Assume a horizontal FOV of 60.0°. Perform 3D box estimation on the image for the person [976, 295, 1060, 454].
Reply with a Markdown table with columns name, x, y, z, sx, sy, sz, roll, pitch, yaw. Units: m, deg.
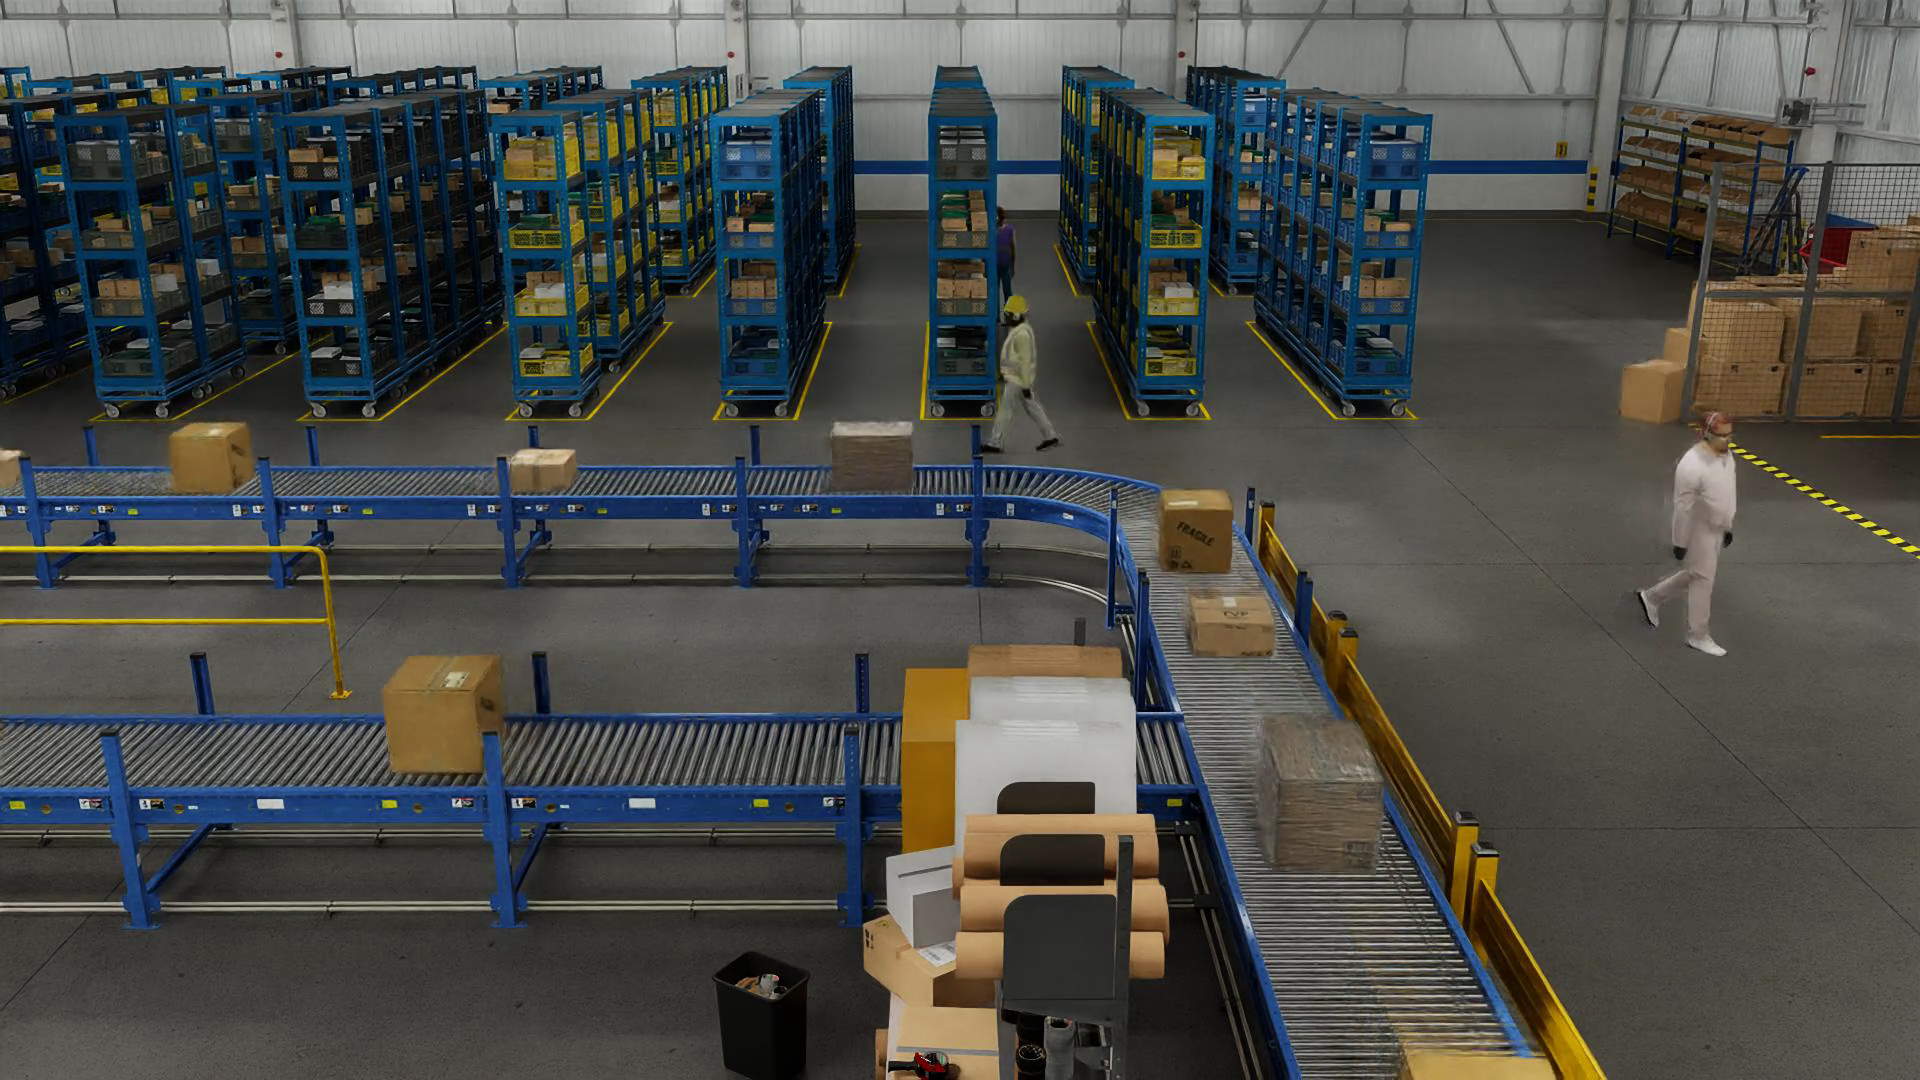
| name | x | y | z | sx | sy | sz | roll | pitch | yaw |
| --- | --- | --- | --- | --- | --- | --- | --- | --- | --- |
| person | 0.679 | -1.816 | 18.352 | 0.940 | 1.793 | 0.602 | 1 | 18 | 3 |

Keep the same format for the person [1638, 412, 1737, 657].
| name | x | y | z | sx | sy | sz | roll | pitch | yaw |
| --- | --- | --- | --- | --- | --- | --- | --- | --- | --- |
| person | 5.691 | -0.090 | 12.870 | 0.648 | 1.884 | 0.750 | -16 | 24 | -40 |

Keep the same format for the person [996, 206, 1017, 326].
| name | x | y | z | sx | sy | sz | roll | pitch | yaw |
| --- | --- | --- | --- | --- | --- | --- | --- | --- | --- |
| person | 0.615 | -4.246 | 25.762 | 0.569 | 1.831 | 0.411 | 11 | 21 | 30 |
